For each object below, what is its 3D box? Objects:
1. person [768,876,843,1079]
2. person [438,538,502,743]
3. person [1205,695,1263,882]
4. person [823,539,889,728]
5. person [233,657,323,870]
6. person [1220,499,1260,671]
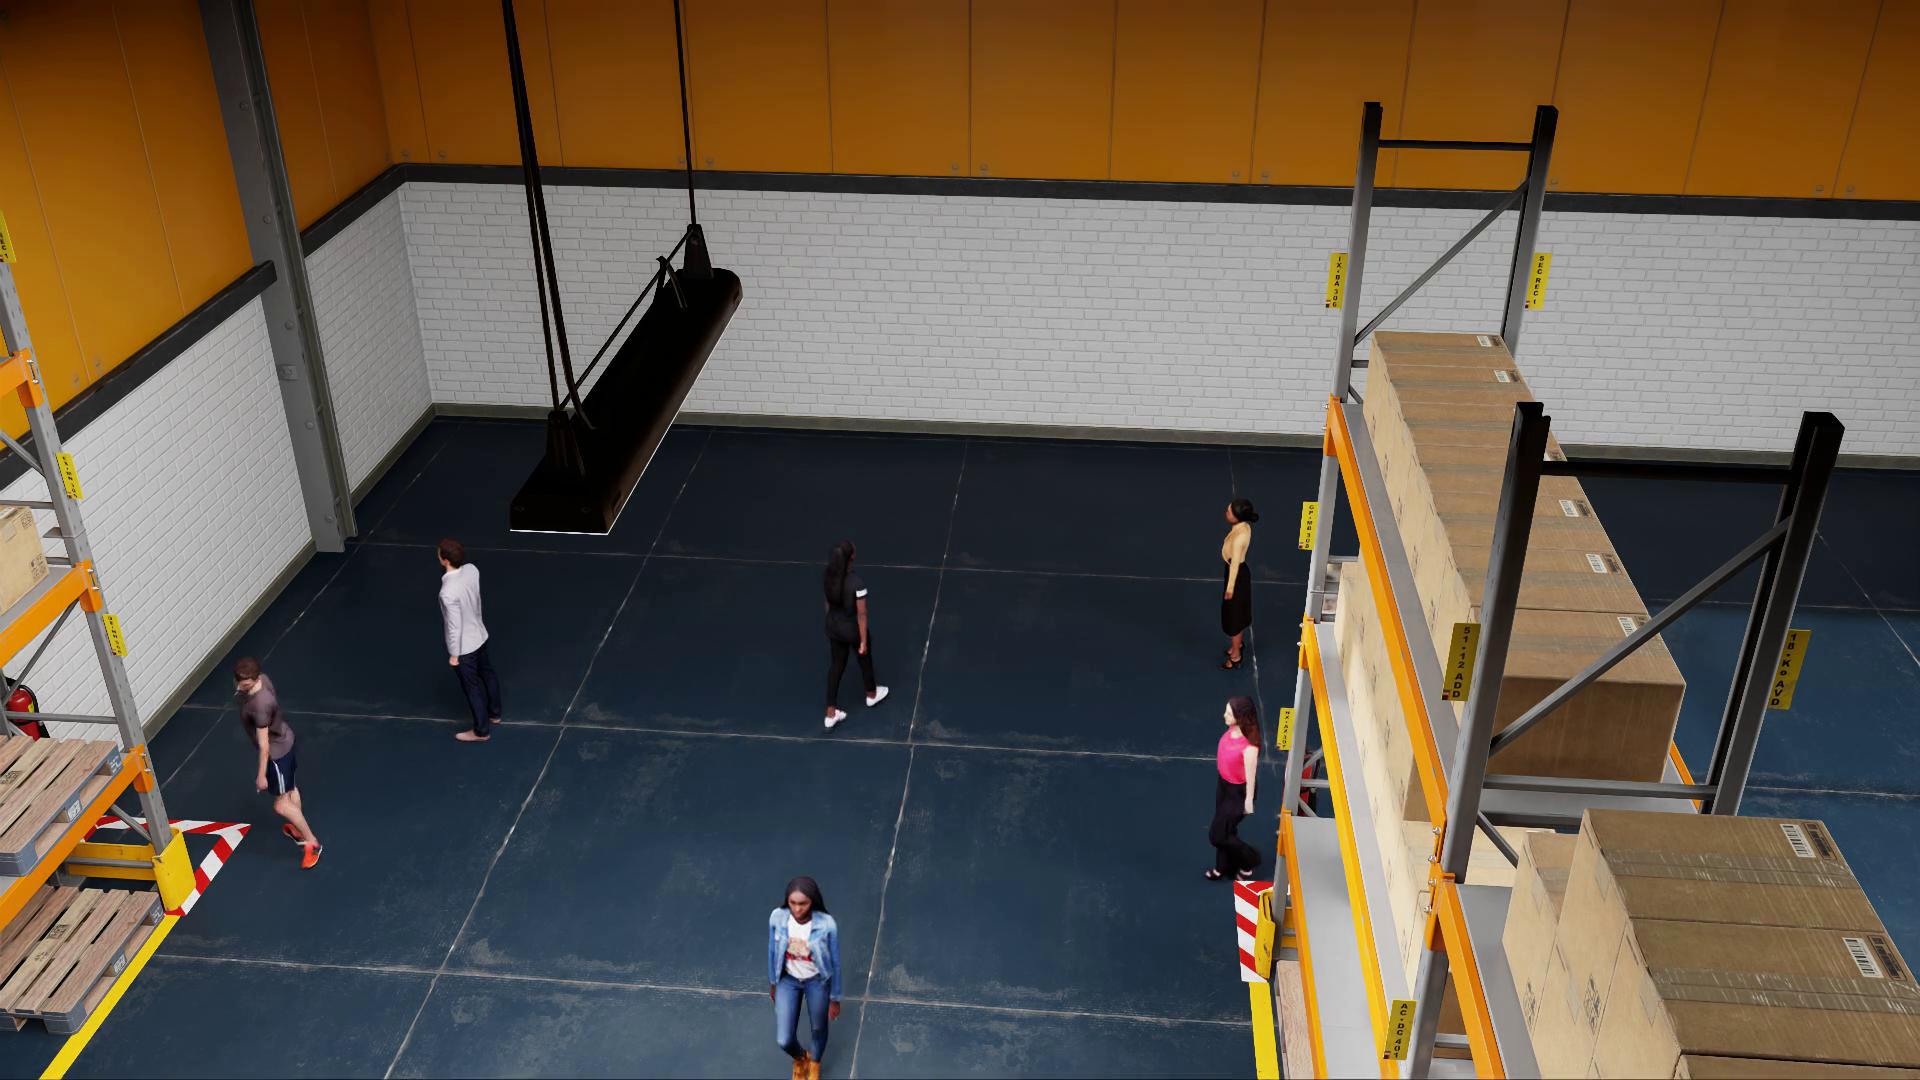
[{"bbox_3d":[-0.942,2.729,10.368,0.623,1.703,0.583,3,29,6],"label":"person"},{"bbox_3d":[-4.062,0.811,13.728,0.760,1.852,0.558,6,29,11],"label":"person"},{"bbox_3d":[2.066,1.833,12.066,0.733,1.648,0.683,-4,29,-8],"label":"person"},{"bbox_3d":[-0.992,0.798,13.908,0.920,1.703,1.108,17,33,28],"label":"person"},{"bbox_3d":[-5.093,1.550,12.397,0.930,1.829,0.726,-3,29,-5],"label":"person"},{"bbox_3d":[2.451,0.382,14.725,0.658,1.651,0.525,7,29,13],"label":"person"}]
